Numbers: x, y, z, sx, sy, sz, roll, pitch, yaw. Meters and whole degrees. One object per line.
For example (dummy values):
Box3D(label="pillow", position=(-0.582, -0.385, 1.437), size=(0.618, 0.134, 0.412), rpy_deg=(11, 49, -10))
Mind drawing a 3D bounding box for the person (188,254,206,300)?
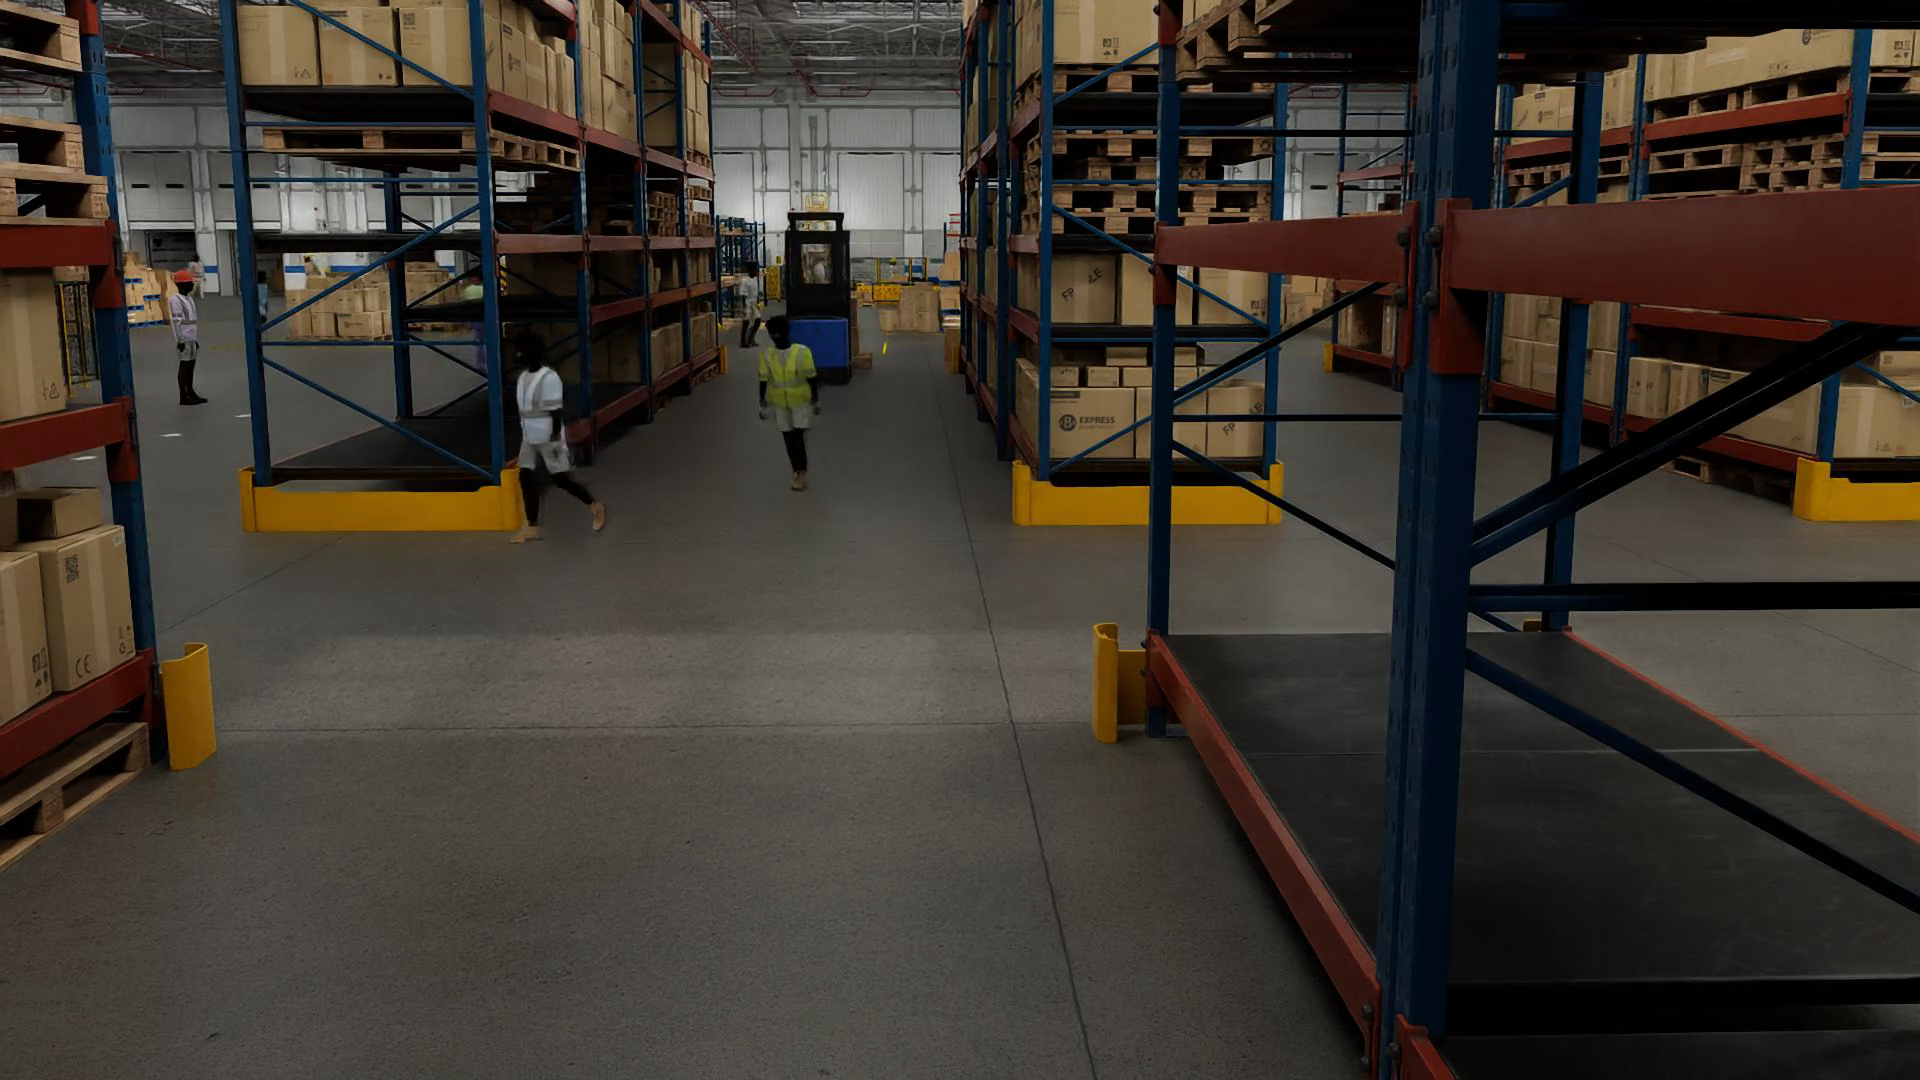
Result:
Box3D(label="person", position=(-30.668, -10.565, 66.919), size=(0.444, 1.831, 0.630), rpy_deg=(9, 14, 42))

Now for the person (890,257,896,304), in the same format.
Box3D(label="person", position=(-2.516, -9.821, 63.000), size=(0.298, 1.743, 0.493), rpy_deg=(0, 10, -3))

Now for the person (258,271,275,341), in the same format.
Box3D(label="person", position=(-16.537, -5.543, 39.401), size=(0.744, 1.645, 0.540), rpy_deg=(-1, 10, -3))

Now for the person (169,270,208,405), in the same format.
Box3D(label="person", position=(-11.137, -2.917, 23.990), size=(0.352, 1.939, 0.552), rpy_deg=(0, 10, -3))

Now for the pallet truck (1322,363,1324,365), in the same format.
Box3D(label="pallet truck", position=(7.712, -4.157, 30.737), size=(1.885, 1.965, 0.823), rpy_deg=(3, 11, 16))

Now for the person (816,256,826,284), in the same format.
Box3D(label="person", position=(-5.137, -9.706, 62.150), size=(0.491, 1.816, 0.538), rpy_deg=(-4, 11, -21))

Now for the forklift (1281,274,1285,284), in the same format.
Box3D(label="forklift", position=(12.240, -10.302, 62.509), size=(1.129, 2.768, 1.873), rpy_deg=(0, 10, -2))

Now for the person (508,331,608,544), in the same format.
Box3D(label="person", position=(-3.202, -0.815, 13.083), size=(0.539, 1.668, 0.751), rpy_deg=(9, 14, 41))

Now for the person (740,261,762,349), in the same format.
Box3D(label="person", position=(-4.598, -5.127, 36.322), size=(0.555, 1.928, 0.634), rpy_deg=(4, 11, 23))

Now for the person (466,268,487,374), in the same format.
Box3D(label="person", position=(-8.388, -3.845, 29.285), size=(0.591, 1.903, 0.465), rpy_deg=(2, 10, 10))

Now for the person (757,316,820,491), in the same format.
Box3D(label="person", position=(-1.616, -1.281, 15.654), size=(0.555, 1.649, 0.605), rpy_deg=(2, 10, 13))

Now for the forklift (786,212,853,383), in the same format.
Box3D(label="forklift", position=(-2.383, -4.059, 27.732), size=(1.129, 2.768, 1.873), rpy_deg=(0, 10, -2))

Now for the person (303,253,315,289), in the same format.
Box3D(label="person", position=(-24.641, -9.859, 62.819), size=(0.901, 1.888, 0.606), rpy_deg=(4, 11, 23))
